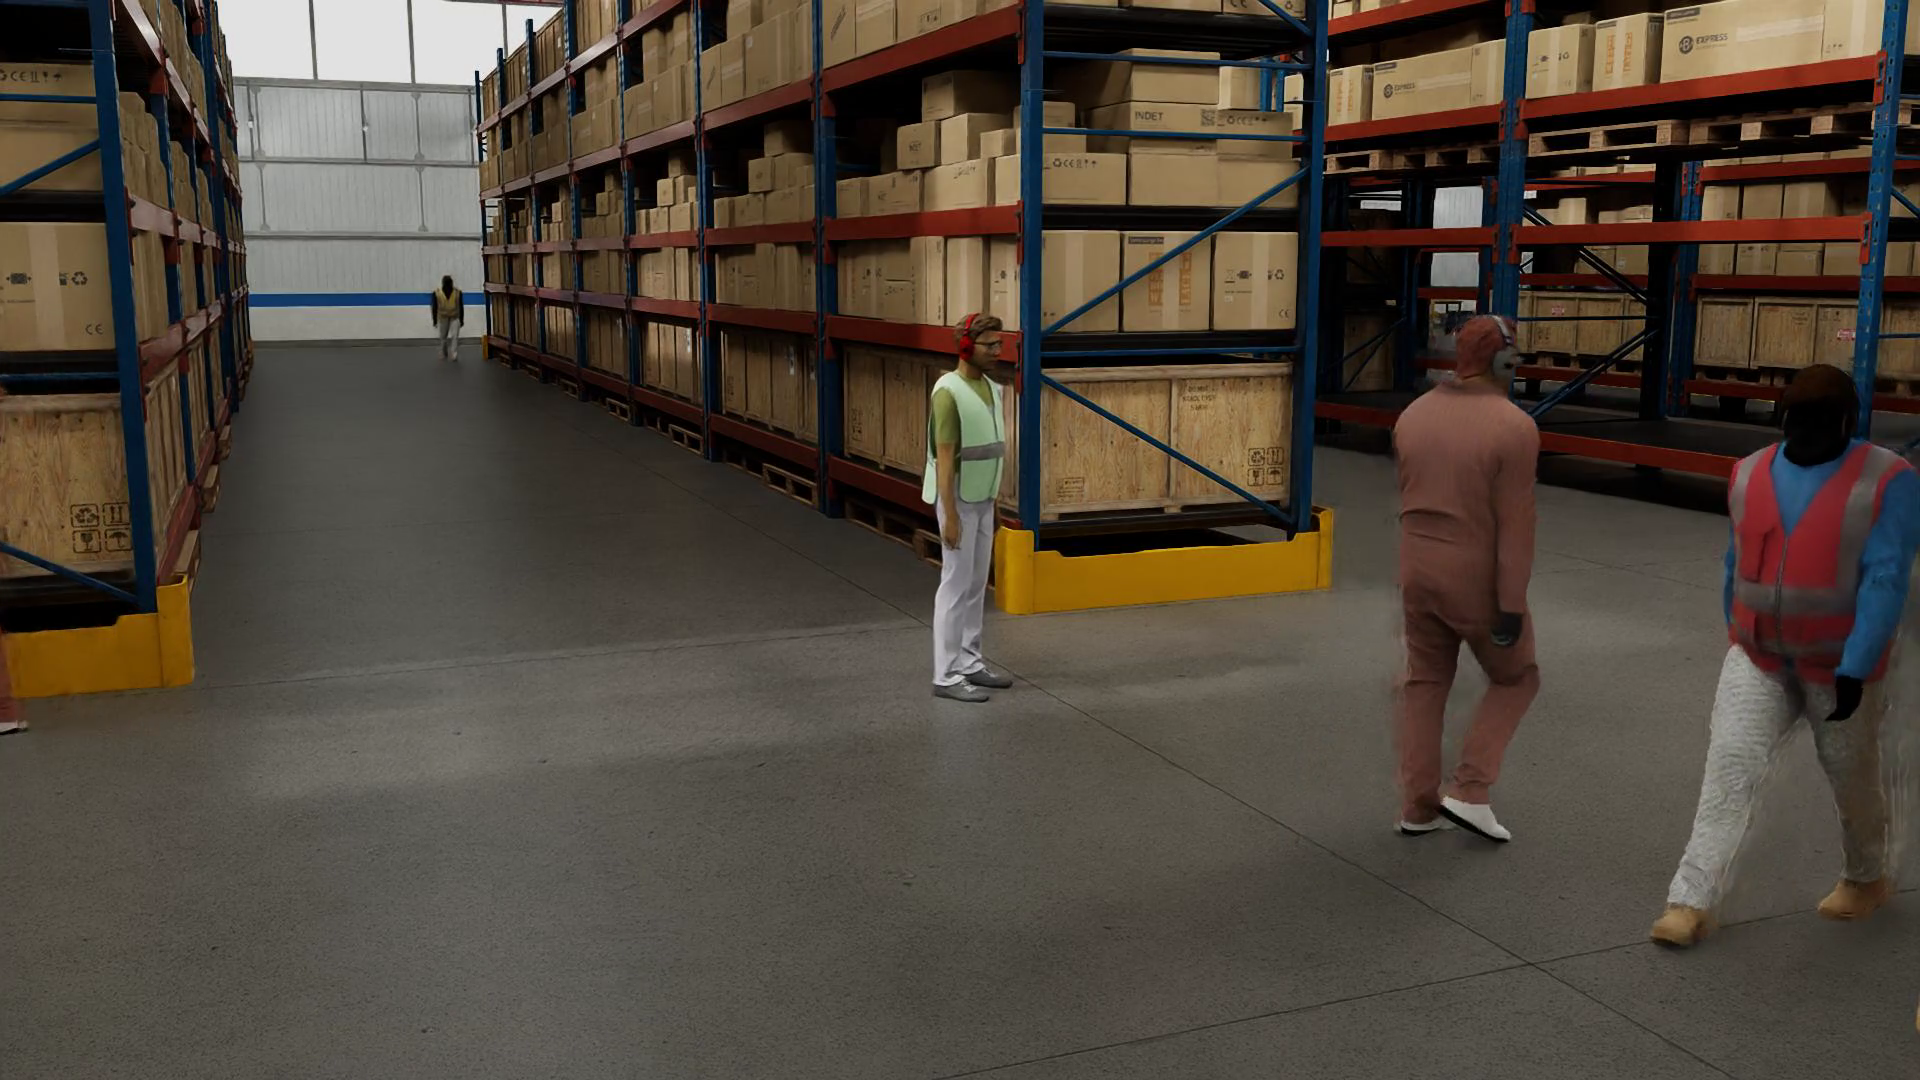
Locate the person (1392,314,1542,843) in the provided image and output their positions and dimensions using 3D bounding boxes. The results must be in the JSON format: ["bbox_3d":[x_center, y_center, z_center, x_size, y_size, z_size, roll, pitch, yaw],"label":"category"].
[{"bbox_3d":[1.805,0.151,5.931,0.437,1.890,0.664,-6,11,-33],"label":"person"}]

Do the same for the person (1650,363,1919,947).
[{"bbox_3d":[2.585,0.352,5.083,0.958,1.786,0.606,-8,12,-38],"label":"person"}]

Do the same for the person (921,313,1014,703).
[{"bbox_3d":[0.031,-0.158,7.939,0.395,1.840,0.562,4,10,24],"label":"person"}]

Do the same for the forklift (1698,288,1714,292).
[{"bbox_3d":[12.317,-3.842,26.878,1.129,2.768,1.873,-4,10,-22],"label":"forklift"}]

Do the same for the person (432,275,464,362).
[{"bbox_3d":[-10.738,-4.656,34.929,0.631,1.827,0.631,-3,10,-18],"label":"person"}]

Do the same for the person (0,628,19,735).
[{"bbox_3d":[-4.472,-0.056,7.156,0.690,1.883,0.680,-3,10,-17],"label":"person"}]

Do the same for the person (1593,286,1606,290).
[{"bbox_3d":[16.157,-5.924,42.166,0.480,1.931,0.644,1,9,4],"label":"person"}]
